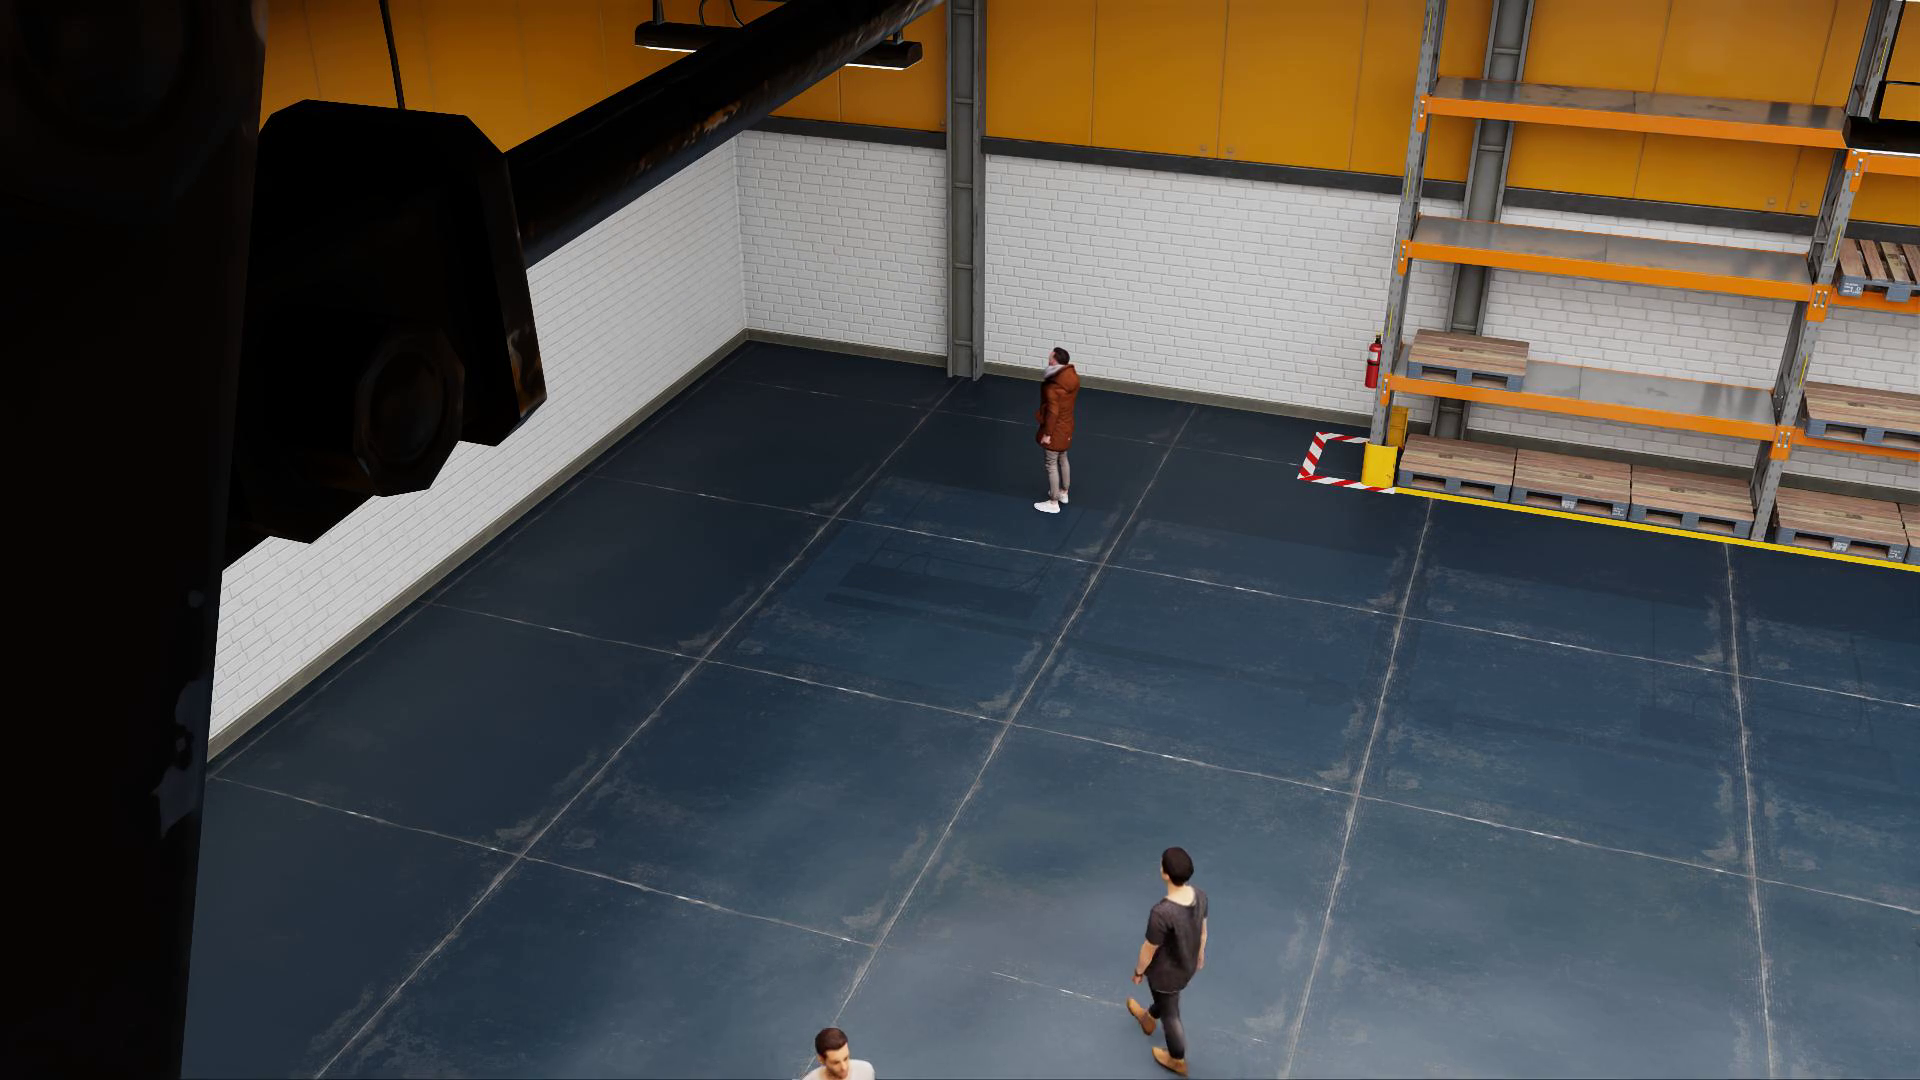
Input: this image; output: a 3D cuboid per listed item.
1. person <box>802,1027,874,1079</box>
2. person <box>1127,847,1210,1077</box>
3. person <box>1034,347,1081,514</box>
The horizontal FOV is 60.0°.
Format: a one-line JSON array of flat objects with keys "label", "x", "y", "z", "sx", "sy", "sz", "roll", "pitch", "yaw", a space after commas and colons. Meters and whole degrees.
[{"label": "person", "x": -0.726, "y": 3.376, "z": 9.299, "sx": 0.783, "sy": 1.858, "sz": 0.838, "roll": -14, "pitch": 32, "yaw": -24}, {"label": "person", "x": 1.416, "y": 2.739, "z": 10.637, "sx": 0.884, "sy": 1.695, "sz": 1.011, "roll": -23, "pitch": 36, "yaw": -35}, {"label": "person", "x": 1.035, "y": -1.181, "z": 17.674, "sx": 0.762, "sy": 1.838, "sz": 0.759, "roll": 16, "pitch": 32, "yaw": 26}]
